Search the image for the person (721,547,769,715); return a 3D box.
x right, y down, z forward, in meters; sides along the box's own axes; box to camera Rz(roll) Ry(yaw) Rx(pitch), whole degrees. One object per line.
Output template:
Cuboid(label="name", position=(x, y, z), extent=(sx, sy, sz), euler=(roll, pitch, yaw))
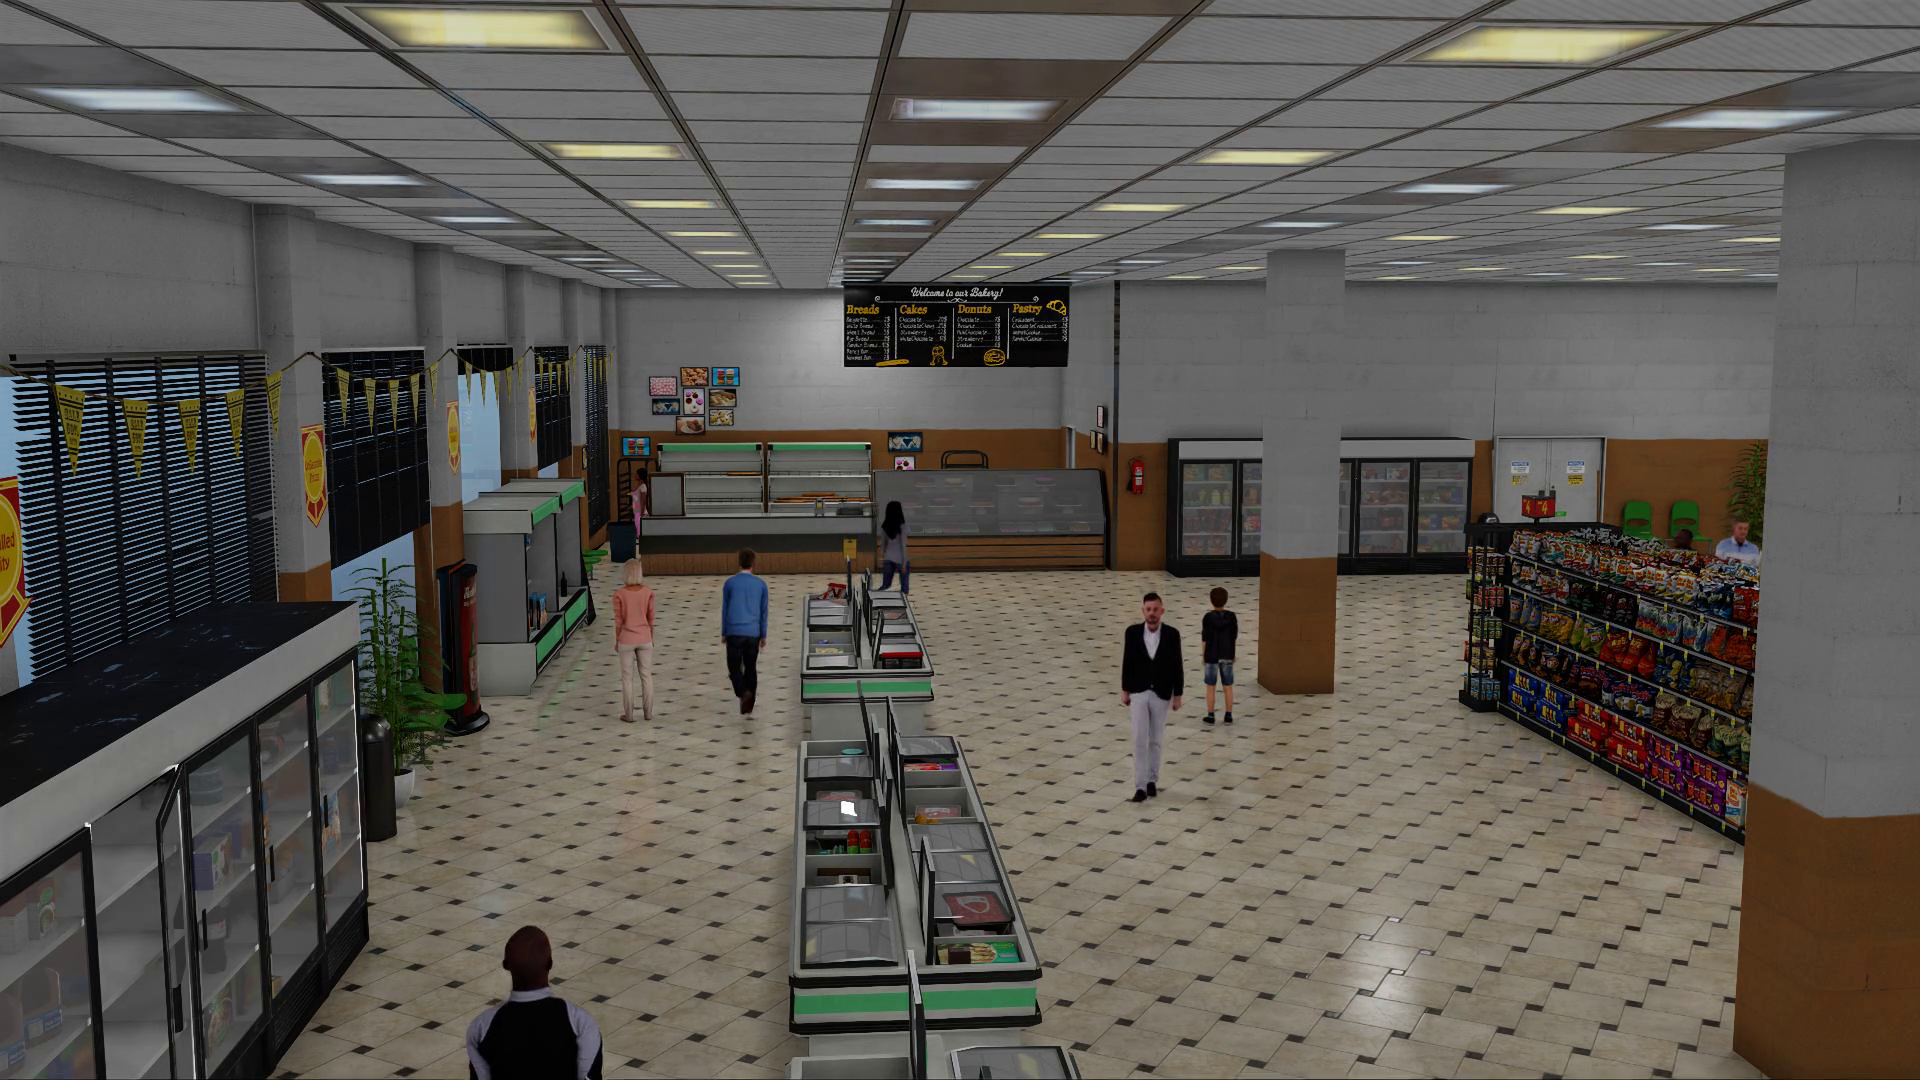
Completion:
Cuboid(label="person", position=(-2.286, 0.998, 17.627), extent=(0.774, 1.790, 1.090), euler=(-2, 7, -14))

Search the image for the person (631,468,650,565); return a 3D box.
Cuboid(label="person", position=(-5.667, -0.422, 29.580), extent=(0.677, 1.741, 0.534), euler=(-3, 7, -20))

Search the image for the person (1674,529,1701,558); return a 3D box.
Cuboid(label="person", position=(8.498, 0.779, 19.423), extent=(0.828, 1.794, 1.071), euler=(-1, 7, -10))

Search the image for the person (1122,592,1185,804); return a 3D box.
Cuboid(label="person", position=(1.681, 1.352, 14.554), extent=(0.814, 1.824, 0.983), euler=(1, 7, 8))

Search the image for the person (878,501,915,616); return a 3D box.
Cuboid(label="person", position=(-0.982, 0.331, 23.511), extent=(1.064, 1.703, 1.215), euler=(4, 8, 31))

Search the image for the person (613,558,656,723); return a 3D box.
Cuboid(label="person", position=(-3.424, 1.045, 17.504), extent=(0.668, 1.726, 0.646), euler=(-3, 8, -26))

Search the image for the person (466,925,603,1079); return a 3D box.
Cuboid(label="person", position=(-1.604, 2.367, 6.256), extent=(0.685, 1.800, 1.123), euler=(0, 7, -3))

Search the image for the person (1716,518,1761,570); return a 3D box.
Cuboid(label="person", position=(9.596, 0.623, 20.665), extent=(0.894, 1.805, 1.110), euler=(2, 7, 13))

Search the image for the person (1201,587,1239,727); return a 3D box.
Cuboid(label="person", position=(2.694, 1.207, 17.335), extent=(0.532, 1.445, 0.491), euler=(0, 7, -4))
